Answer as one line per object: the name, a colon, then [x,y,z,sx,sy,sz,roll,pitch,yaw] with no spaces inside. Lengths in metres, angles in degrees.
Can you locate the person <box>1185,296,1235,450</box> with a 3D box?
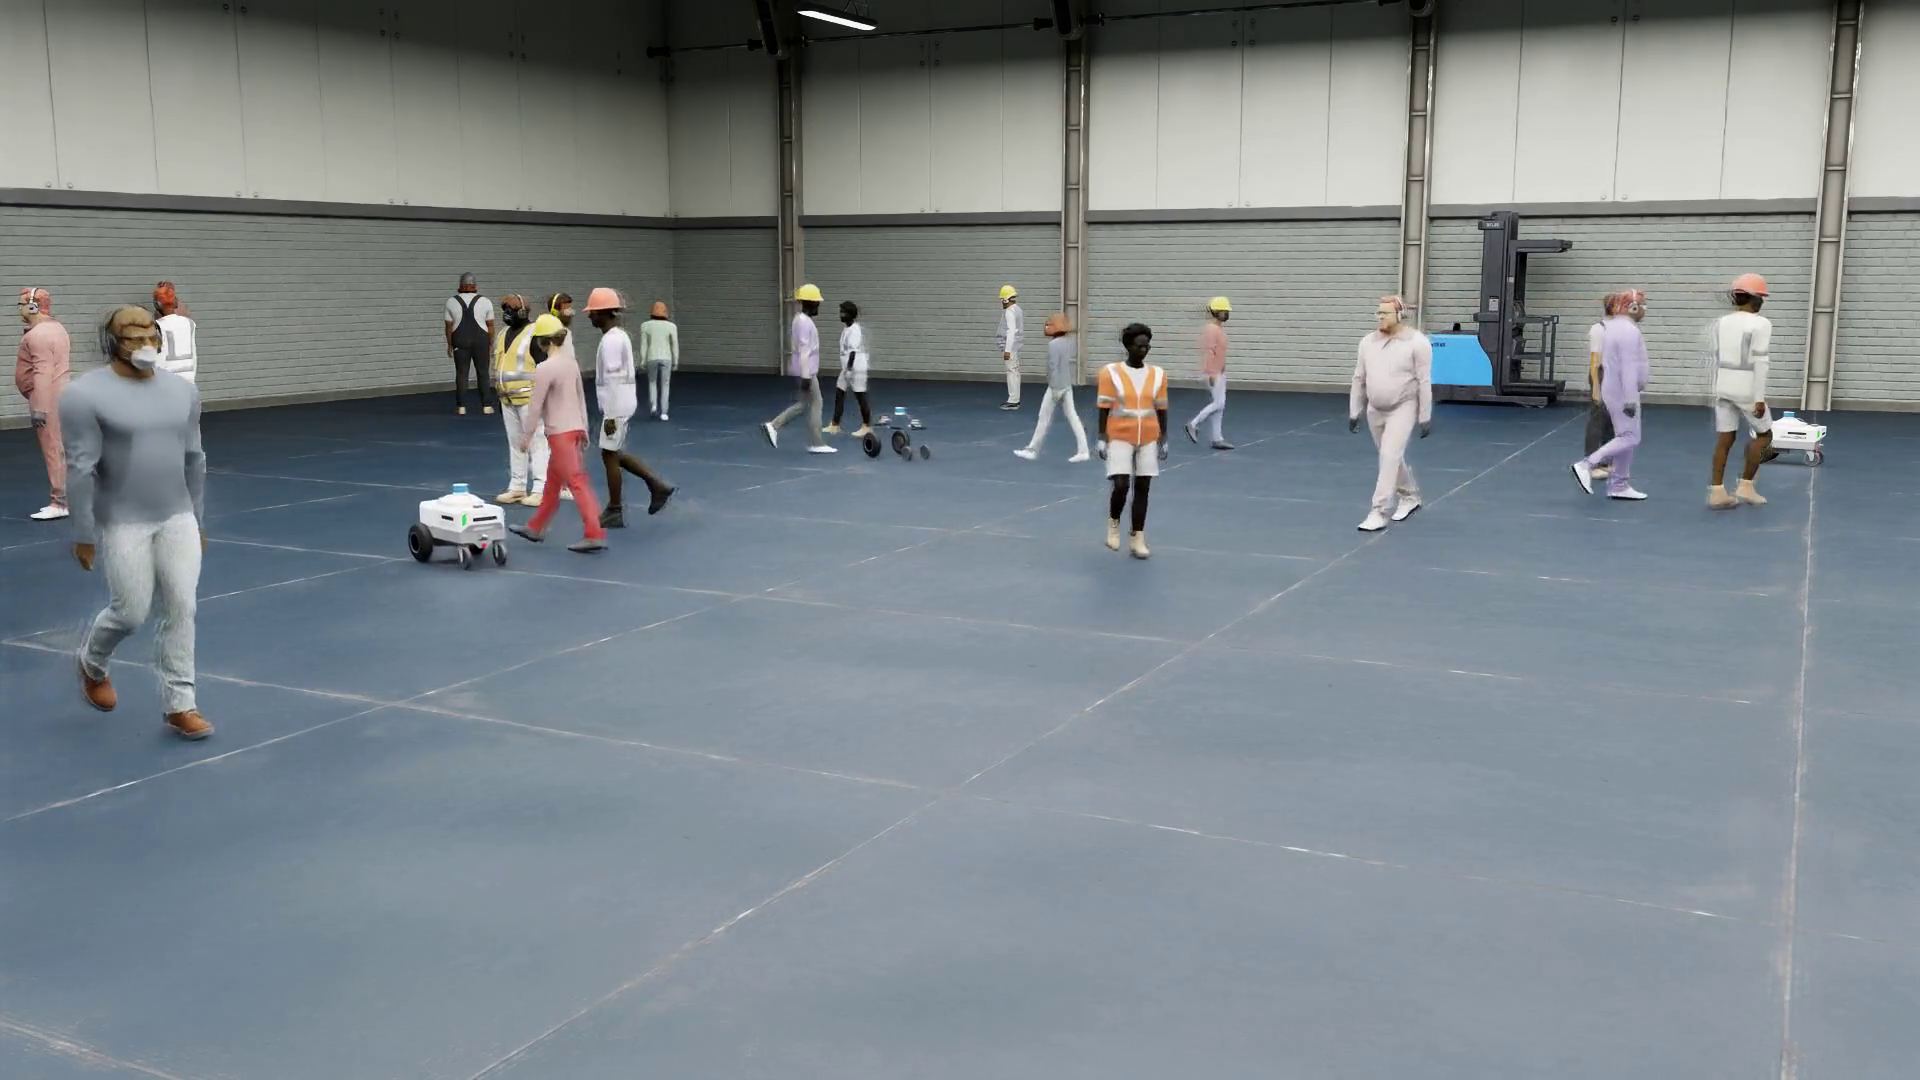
person: [2.914,-1.919,19.108,0.461,1.754,0.540,4,10,23]

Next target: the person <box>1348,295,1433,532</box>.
person: [3.496,-1.042,13.426,0.988,1.862,0.660,-8,12,-41]

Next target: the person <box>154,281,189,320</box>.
person: [-11.003,-2.650,23.182,0.403,1.904,0.651,1,9,3]

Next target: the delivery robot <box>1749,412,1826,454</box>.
delivery robot: [8.862,-1.131,17.805,0.707,0.478,0.477,7,12,36]

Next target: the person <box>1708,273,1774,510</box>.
person: [6.775,-1.271,14.317,0.647,2.019,0.637,-3,10,-19]

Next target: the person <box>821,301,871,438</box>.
person: [-1.430,-2.075,20.324,0.755,1.664,0.557,-3,10,-17]

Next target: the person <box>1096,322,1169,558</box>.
person: [1.245,-0.711,11.882,0.547,1.682,0.370,-3,10,-15]

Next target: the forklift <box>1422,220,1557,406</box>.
forklift: [8.245,-3.527,25.720,1.873,2.768,1.129,5,10,27]

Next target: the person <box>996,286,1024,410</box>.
person: [0.739,-2.850,24.663,0.403,1.822,0.598,2,9,13]

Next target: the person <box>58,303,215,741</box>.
person: [-3.648,-0.085,7.352,0.707,1.920,0.630,6,11,33]

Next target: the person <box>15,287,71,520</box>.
person: [-7.597,-1.131,13.806,0.400,1.910,0.643,-2,9,-14]

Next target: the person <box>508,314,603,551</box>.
person: [-3.019,-0.783,12.217,0.900,1.721,0.543,2,9,13]

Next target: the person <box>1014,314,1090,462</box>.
person: [1.032,-1.635,17.890,0.882,1.576,0.515,5,10,28]

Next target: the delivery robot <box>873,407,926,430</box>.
delivery robot: [-0.670,-1.353,18.377,0.335,0.223,0.698,-8,12,-41]

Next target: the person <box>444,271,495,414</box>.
person: [-7.039,-2.822,23.950,0.688,2.000,0.537,-2,9,-12]

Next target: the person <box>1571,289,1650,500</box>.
person: [5.851,-1.287,14.819,0.589,1.885,0.662,2,9,12]

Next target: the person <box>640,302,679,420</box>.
person: [-4.120,-2.455,22.849,0.522,1.619,0.375,-1,9,-4]

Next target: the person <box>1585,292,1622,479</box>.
person: [6.414,-1.527,16.480,0.515,1.838,0.357,-6,11,-34]

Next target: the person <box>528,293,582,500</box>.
person: [-3.614,-1.292,14.957,0.526,1.851,0.529,2,9,10]

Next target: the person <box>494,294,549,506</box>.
person: [-3.847,-1.226,14.591,0.625,1.843,0.430,7,12,38]

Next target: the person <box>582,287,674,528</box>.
person: [-2.696,-1.060,13.344,0.616,1.922,0.552,-1,9,-5]

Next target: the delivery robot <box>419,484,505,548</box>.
delivery robot: [-3.529,-0.156,11.776,0.477,0.478,0.707,-9,12,-43]

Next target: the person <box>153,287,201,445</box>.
person: [-7.876,-1.585,16.671,0.353,1.886,0.572,2,10,14]

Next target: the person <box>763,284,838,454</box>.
person: [-1.800,-1.917,18.681,0.751,1.903,0.591,-1,9,-9]
